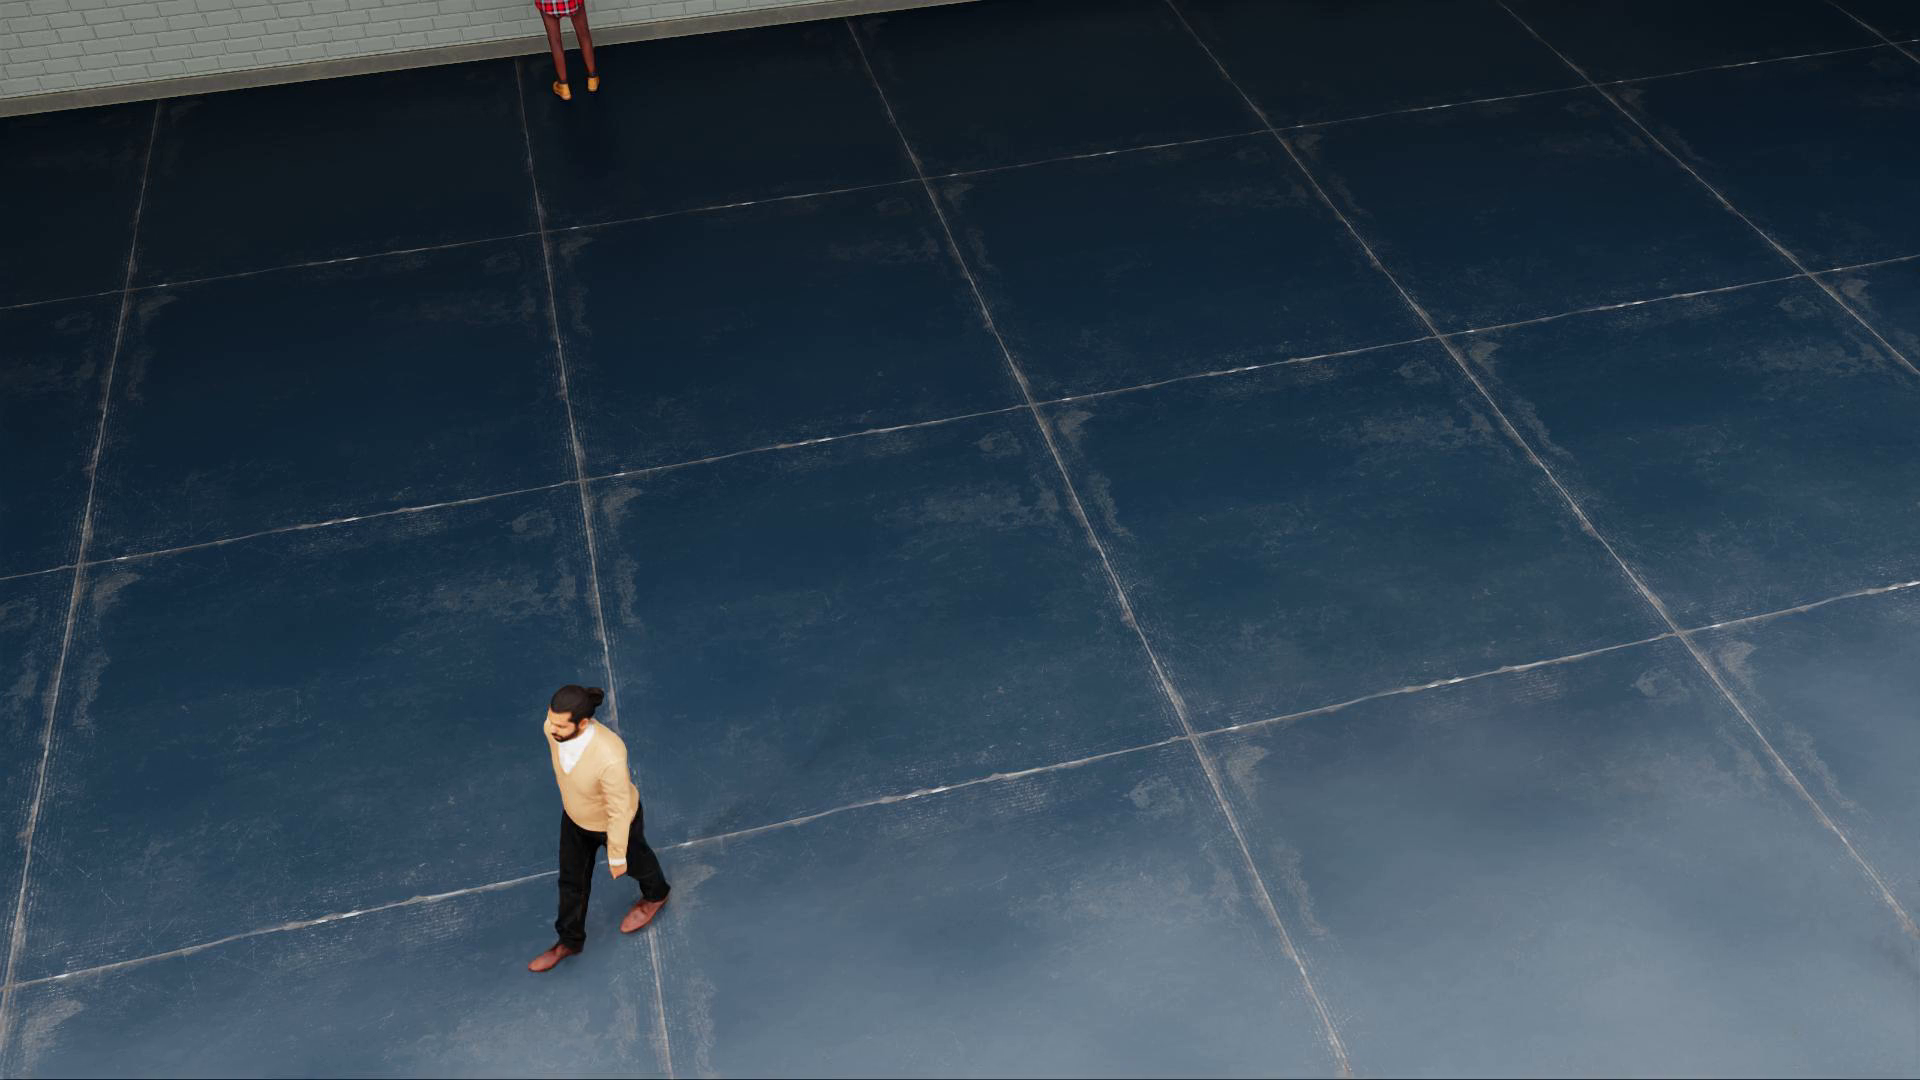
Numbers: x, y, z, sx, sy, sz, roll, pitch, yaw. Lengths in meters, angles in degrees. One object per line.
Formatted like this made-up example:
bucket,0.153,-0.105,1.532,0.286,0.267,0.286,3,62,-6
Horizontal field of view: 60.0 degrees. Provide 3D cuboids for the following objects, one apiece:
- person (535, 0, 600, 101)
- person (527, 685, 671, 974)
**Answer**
person,-3.309,-4.501,13.742,0.655,1.726,0.642,-18,46,-18
person,-1.575,1.217,7.616,1.063,1.730,1.084,27,49,26
